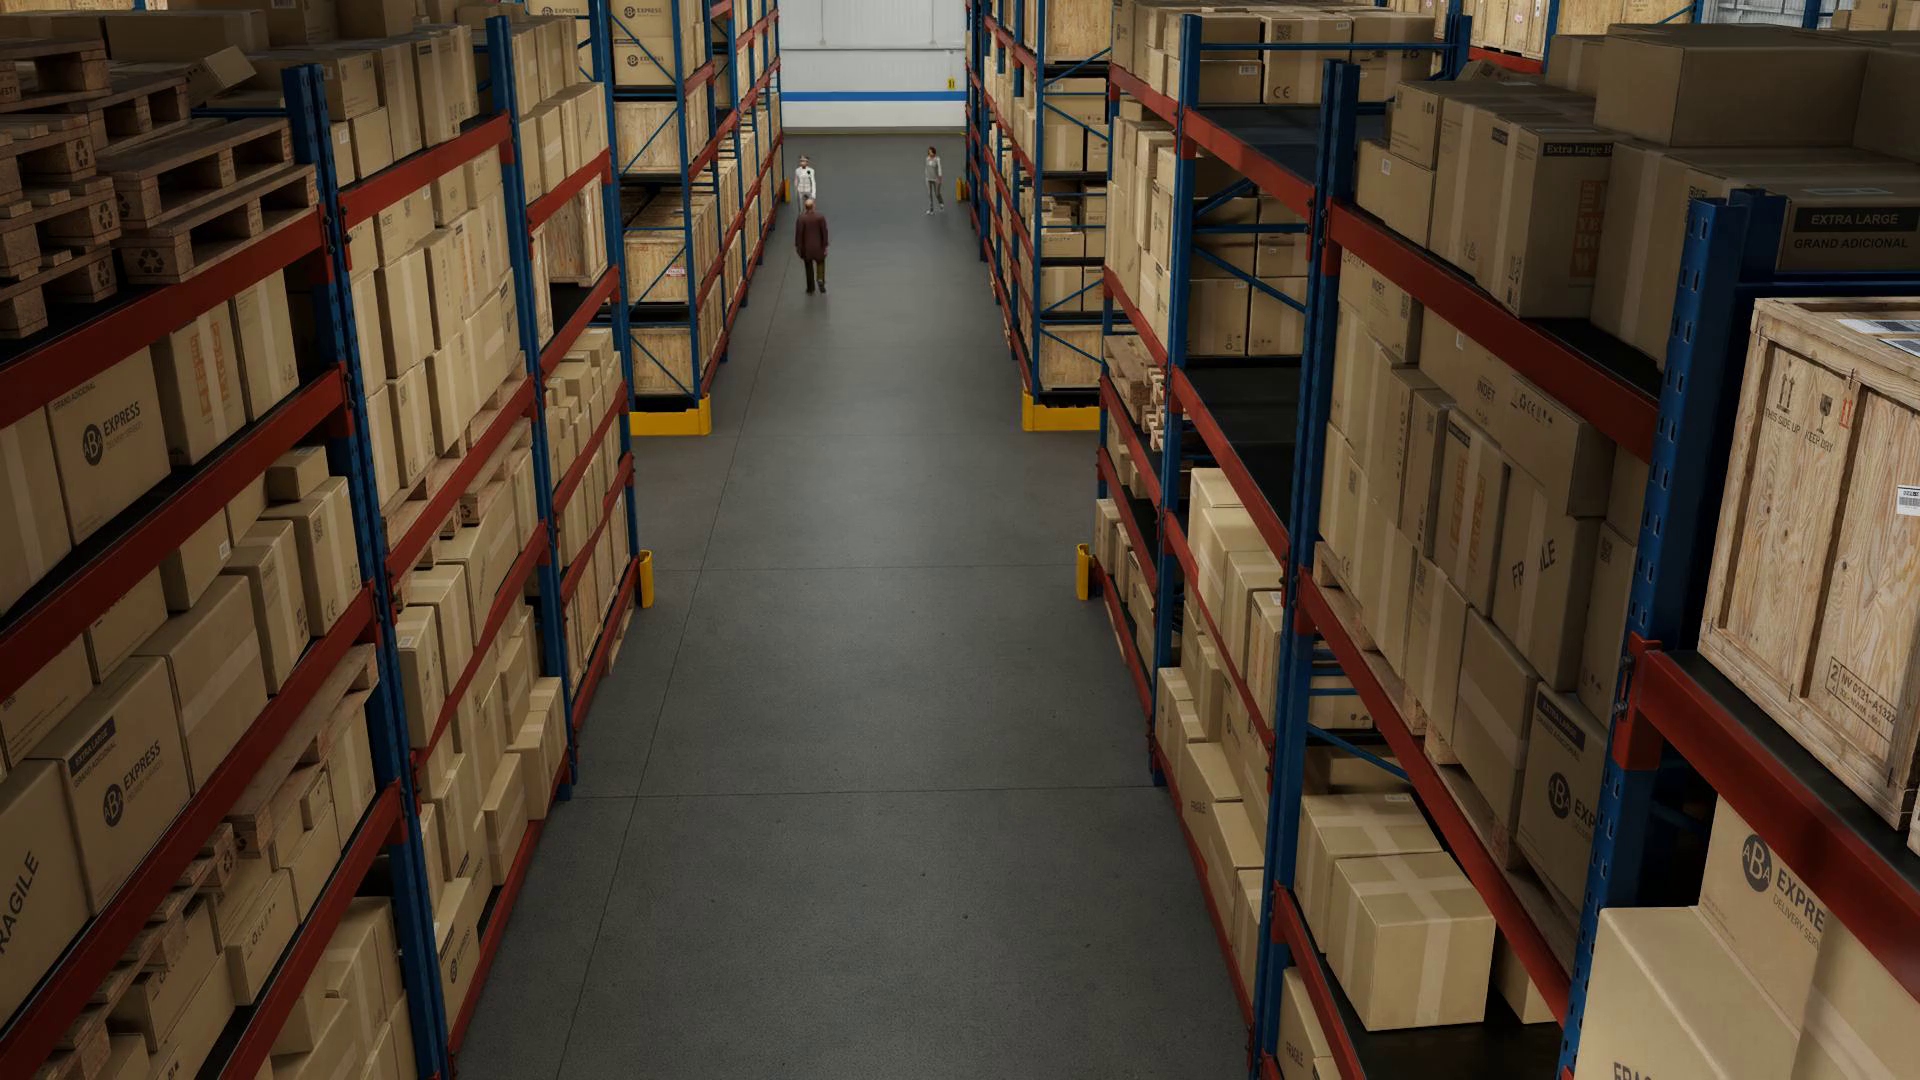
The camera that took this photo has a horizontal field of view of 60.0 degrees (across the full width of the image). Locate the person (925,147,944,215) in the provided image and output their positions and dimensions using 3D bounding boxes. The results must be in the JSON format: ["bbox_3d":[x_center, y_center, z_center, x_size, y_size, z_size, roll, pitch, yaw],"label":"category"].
[{"bbox_3d":[-0.631,-8.605,39.780,0.431,1.590,0.699,7,21,17],"label":"person"}]

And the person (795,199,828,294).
[{"bbox_3d":[-2.766,-5.469,31.071,0.604,1.782,0.574,-3,21,-9],"label":"person"}]

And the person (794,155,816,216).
[{"bbox_3d":[-3.504,-7.857,37.627,0.493,1.694,0.541,1,20,2],"label":"person"}]
